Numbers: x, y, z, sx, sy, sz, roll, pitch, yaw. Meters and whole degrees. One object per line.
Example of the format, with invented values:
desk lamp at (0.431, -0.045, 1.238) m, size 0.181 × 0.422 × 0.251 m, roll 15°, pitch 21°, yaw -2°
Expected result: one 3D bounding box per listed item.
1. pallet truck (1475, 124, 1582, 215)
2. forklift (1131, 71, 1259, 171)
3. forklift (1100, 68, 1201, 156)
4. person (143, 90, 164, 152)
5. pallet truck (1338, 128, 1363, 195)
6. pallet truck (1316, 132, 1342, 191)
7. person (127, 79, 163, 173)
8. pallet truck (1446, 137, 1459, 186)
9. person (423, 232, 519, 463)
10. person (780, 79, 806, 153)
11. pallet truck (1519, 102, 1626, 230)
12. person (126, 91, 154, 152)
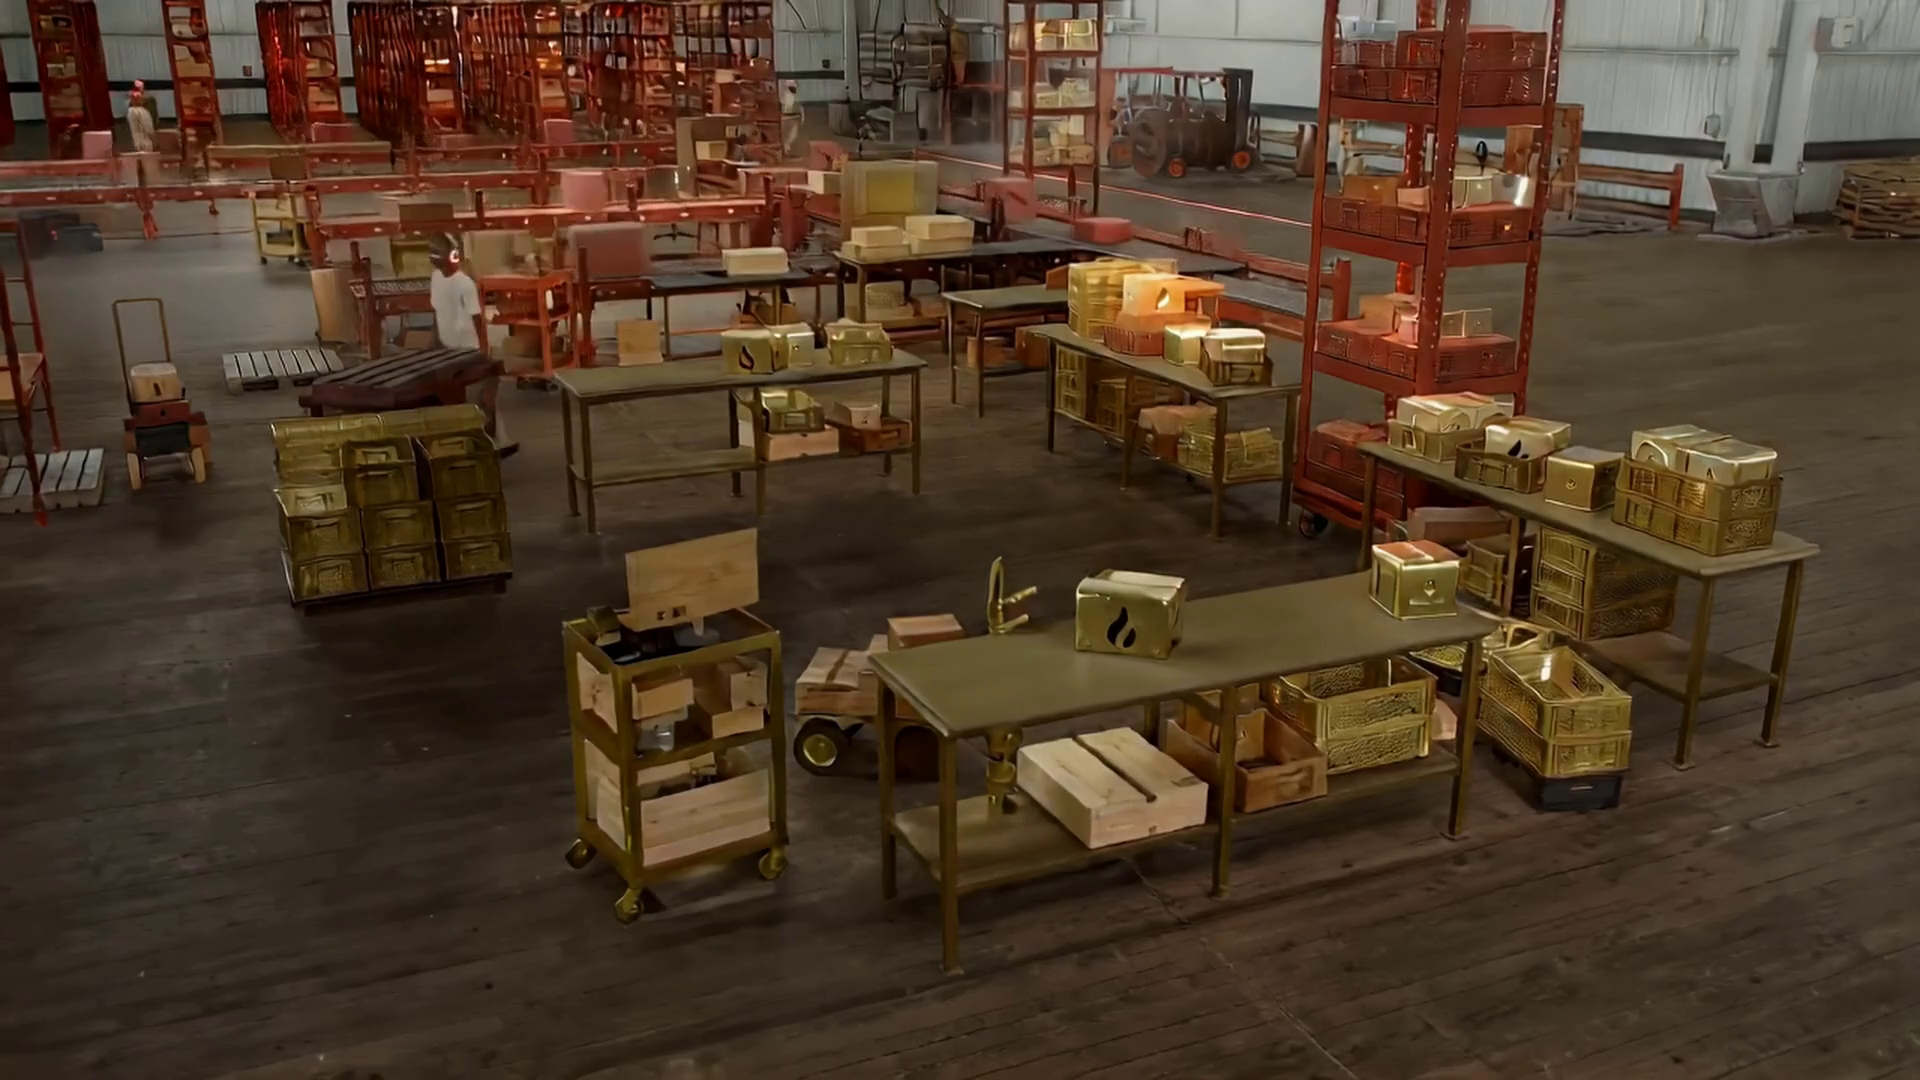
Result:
pallet truck at (9.707, -6.455, 28.103) m, size 1.885 × 1.965 × 0.823 m, roll -7°, pitch 19°, yaw -20°
forklift at (4.998, -8.936, 35.413) m, size 2.680 × 1.987 × 1.157 m, roll -9°, pitch 20°, yaw -25°
forklift at (4.082, -9.564, 37.410) m, size 2.680 × 1.987 × 1.157 m, roll -8°, pitch 19°, yaw -23°
person at (-17.978, -9.115, 36.829) m, size 0.576 × 1.786 × 1.023 m, roll -5°, pitch 18°, yaw -15°
pallet truck at (7.845, -7.140, 31.411) m, size 1.522 × 1.261 × 0.704 m, roll -9°, pitch 20°, yaw -25°
pallet truck at (7.723, -7.504, 32.656) m, size 1.601 × 1.201 × 0.680 m, roll -8°, pitch 19°, yaw -23°
person at (-17.527, -8.887, 35.767) m, size 0.378 × 1.995 × 0.609 m, roll 16°, pitch 24°, yaw 41°
pallet truck at (9.184, -6.485, 29.328) m, size 1.630 × 1.274 × 0.653 m, roll -8°, pitch 19°, yaw -23°
person at (-3.760, -1.391, 12.439) m, size 0.986 × 1.822 × 0.494 m, roll -16°, pitch 24°, yaw -41°
person at (-4.007, -10.299, 40.548) m, size 0.618 × 1.789 × 0.870 m, roll 10°, pitch 20°, yaw 29°
pallet truck at (9.972, -6.037, 26.785) m, size 1.885 × 1.965 × 0.823 m, roll -9°, pitch 20°, yaw -25°
person at (-15.811, -7.714, 32.227) m, size 0.409 × 1.903 × 0.639 m, roll -2°, pitch 18°, yaw -5°
